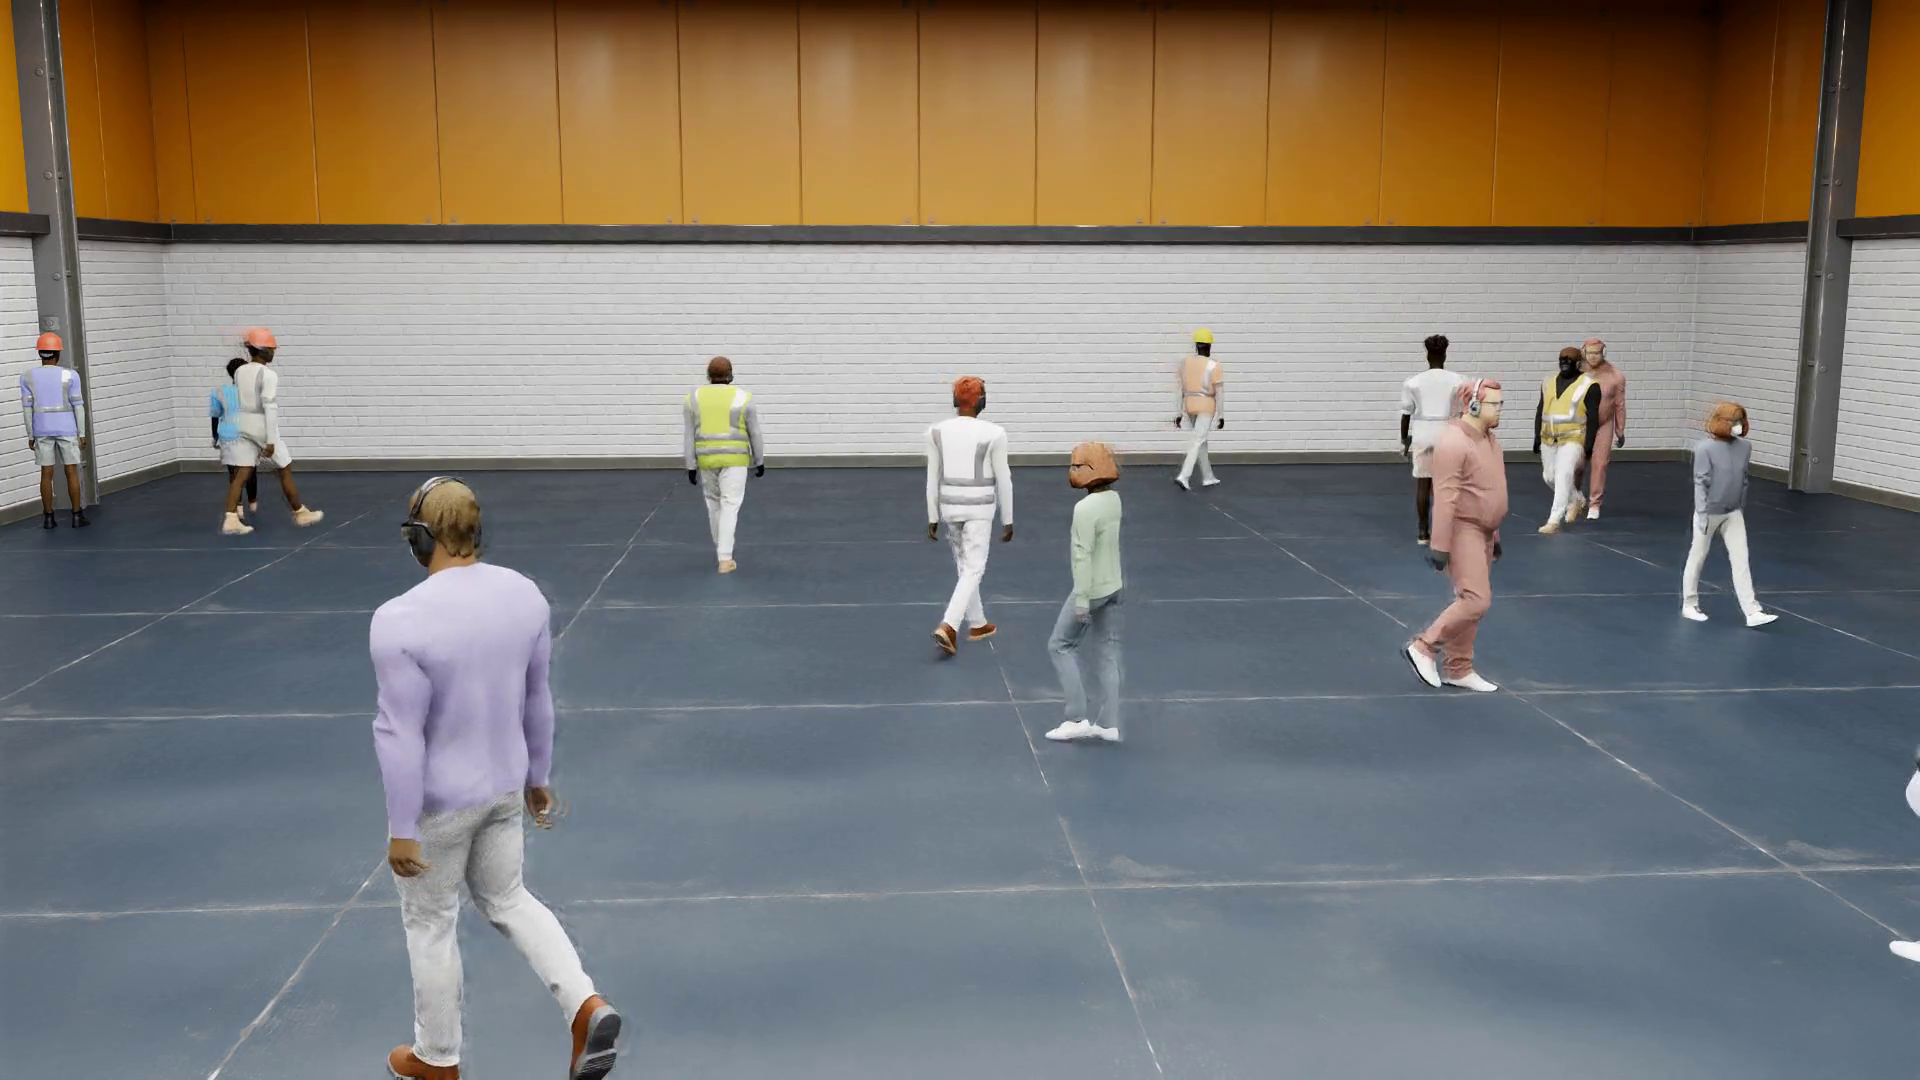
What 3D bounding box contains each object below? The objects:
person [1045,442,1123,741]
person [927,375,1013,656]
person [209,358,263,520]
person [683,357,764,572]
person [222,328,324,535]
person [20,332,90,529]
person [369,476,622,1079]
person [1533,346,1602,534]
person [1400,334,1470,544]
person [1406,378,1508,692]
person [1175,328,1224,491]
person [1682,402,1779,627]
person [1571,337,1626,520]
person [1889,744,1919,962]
[{"bbox_3d":[0.656,0.282,8.912,0.468,1.621,0.513,5,11,31],"label":"person"},{"bbox_3d":[0.041,-0.174,11.071,0.586,1.850,0.927,4,10,26],"label":"person"},{"bbox_3d":[-7.413,-1.043,17.123,0.540,1.651,0.868,-4,10,-25],"label":"person"},{"bbox_3d":[-1.989,-0.666,14.280,0.638,1.803,0.899,2,9,11],"label":"person"},{"bbox_3d":[-6.769,-1.059,16.180,0.611,1.990,1.053,5,10,29],"label":"person"},{"bbox_3d":[-8.923,-1.072,16.414,0.545,1.938,0.362,-3,9,-17],"label":"person"},{"bbox_3d":[-1.420,0.765,4.963,0.769,1.920,0.636,5,11,31],"label":"person"},{"bbox_3d":[5.946,-0.984,16.259,0.752,1.822,0.628,-7,11,-36],"label":"person"},{"bbox_3d":[4.396,-0.918,15.368,0.652,1.959,0.438,3,10,21],"label":"person"},{"bbox_3d":[3.035,-0.018,9.926,0.449,1.895,0.644,6,11,35],"label":"person"},{"bbox_3d":[2.791,-1.528,19.439,0.595,1.889,0.971,8,12,42],"label":"person"},{"bbox_3d":[5.445,-0.168,11.777,0.530,1.591,0.817,-3,9,-16],"label":"person"},{"bbox_3d":[6.531,-1.173,17.241,0.696,1.878,0.645,4,10,21],"label":"person"},{"bbox_3d":[3.576,0.635,5.961,0.555,1.854,0.402,-8,12,-42],"label":"person"}]
